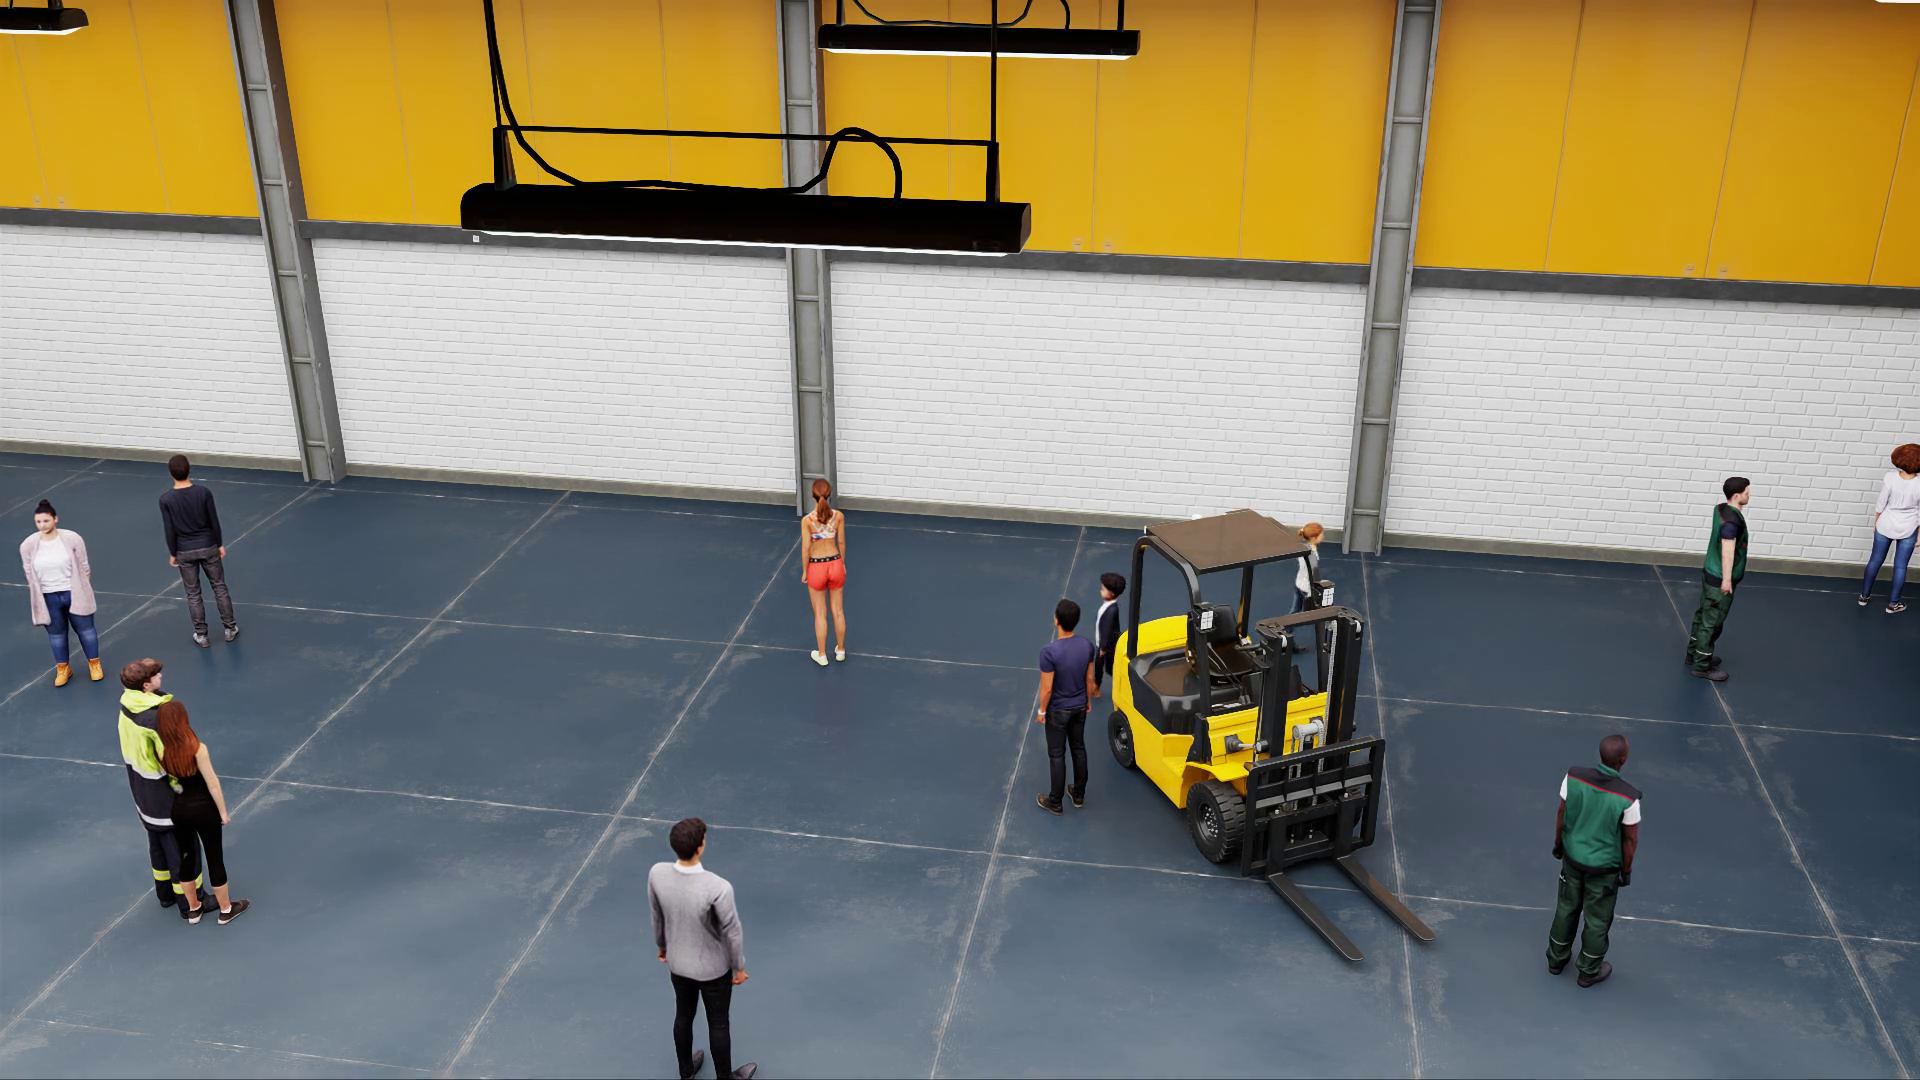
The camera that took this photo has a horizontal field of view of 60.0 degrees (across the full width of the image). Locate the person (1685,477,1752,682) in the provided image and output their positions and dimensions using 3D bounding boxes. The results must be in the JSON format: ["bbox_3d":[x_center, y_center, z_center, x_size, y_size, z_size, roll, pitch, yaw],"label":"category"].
[{"bbox_3d":[6.829,0.315,14.936,0.572,1.901,0.671,5,24,12],"label":"person"}]

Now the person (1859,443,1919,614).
[{"bbox_3d":[9.132,-0.134,16.198,0.813,1.713,0.734,-21,31,-39],"label":"person"}]

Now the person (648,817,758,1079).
[{"bbox_3d":[-1.567,2.491,9.930,0.631,1.923,0.849,9,25,19],"label":"person"}]

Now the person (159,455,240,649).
[{"bbox_3d":[-7.096,0.097,15.473,0.700,1.870,0.779,-13,27,-28],"label":"person"}]

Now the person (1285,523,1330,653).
[{"bbox_3d":[3.134,0.457,15.359,0.830,1.302,0.640,-4,24,-10],"label":"person"}]

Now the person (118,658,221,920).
[{"bbox_3d":[-5.571,1.715,11.633,0.780,1.982,0.930,17,29,34],"label":"person"}]

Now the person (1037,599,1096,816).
[{"bbox_3d":[0.823,1.286,12.849,0.689,1.793,0.773,-13,27,-27],"label":"person"}]

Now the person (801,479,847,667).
[{"bbox_3d":[-1.226,0.291,15.128,0.637,1.791,0.727,-9,25,-19],"label":"person"}]

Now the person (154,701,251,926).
[{"bbox_3d":[-5.340,1.887,11.559,0.456,1.726,0.649,2,24,5],"label":"person"}]

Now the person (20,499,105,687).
[{"bbox_3d":[-7.993,0.453,14.818,0.742,1.742,0.856,-8,25,-18],"label":"person"}]

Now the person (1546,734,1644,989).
[{"bbox_3d":[4.164,2.092,10.949,0.739,1.838,0.843,22,32,40],"label":"person"}]
